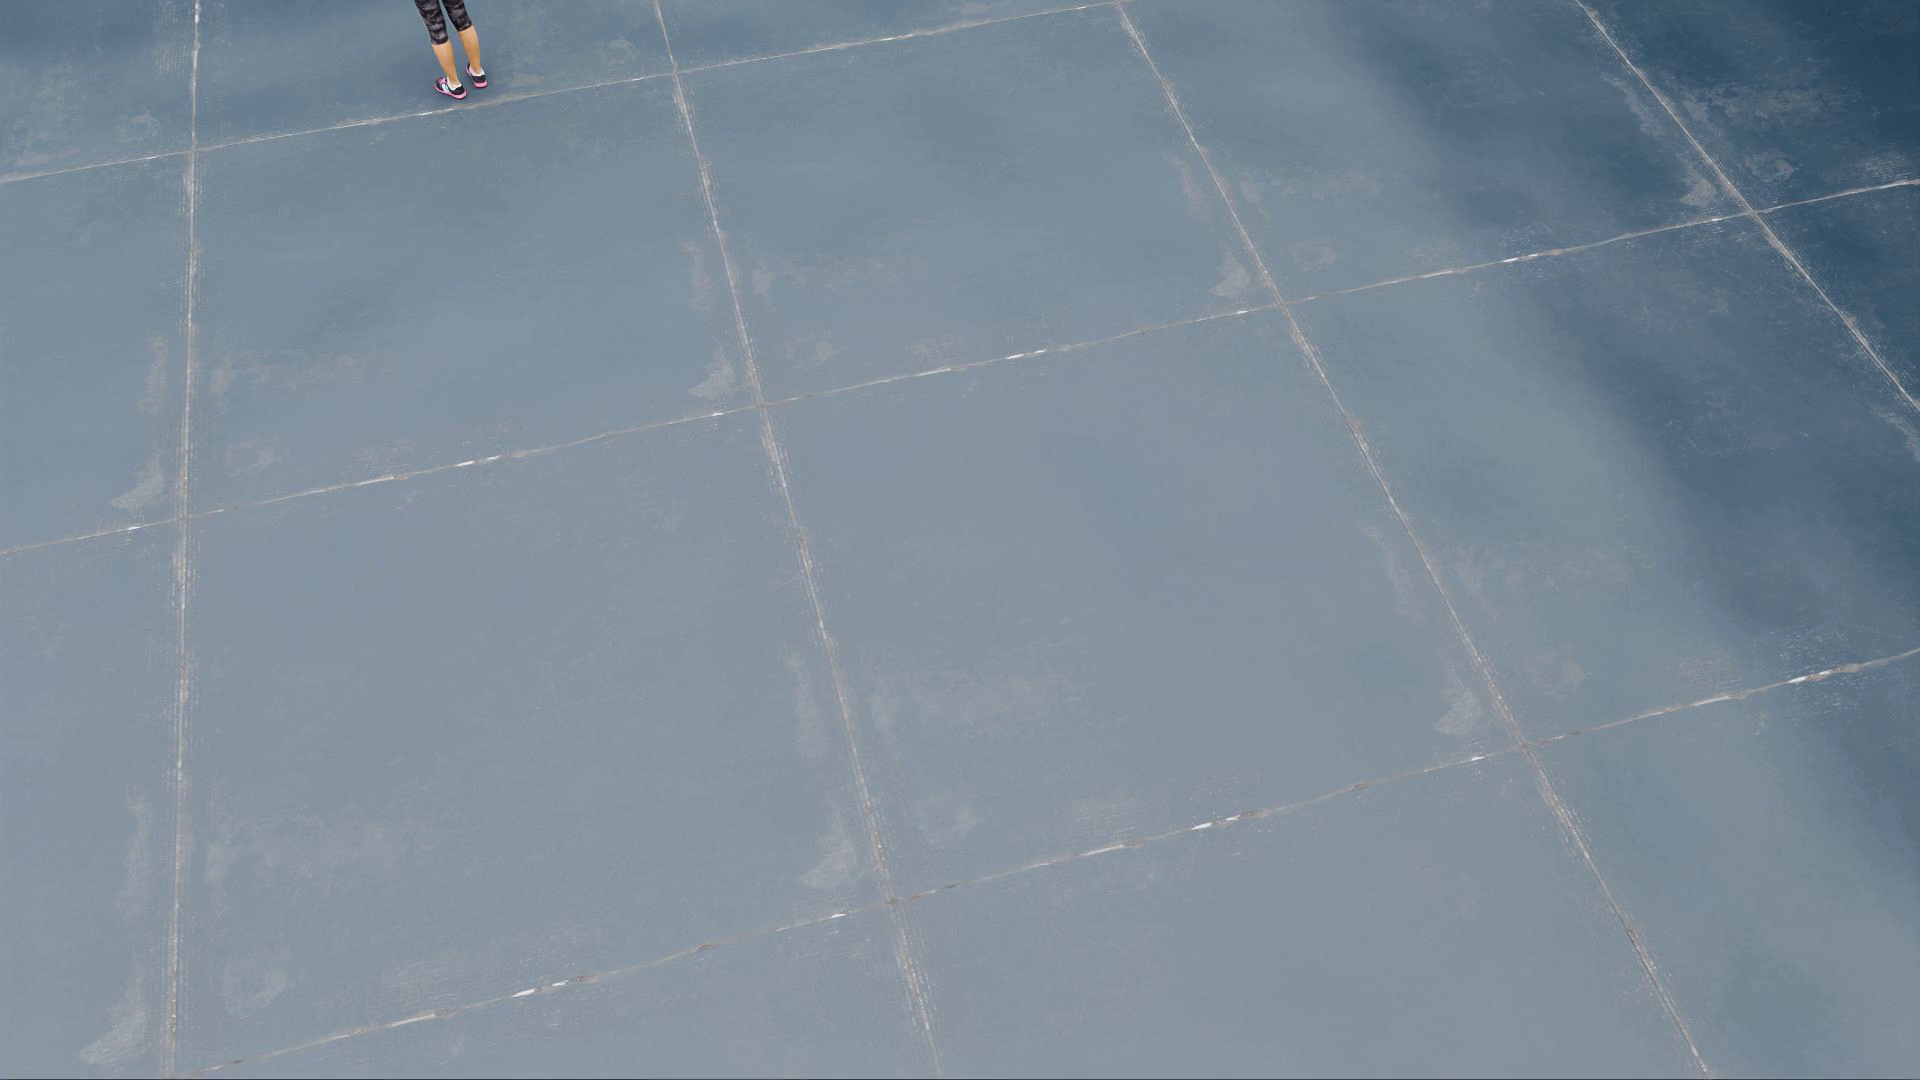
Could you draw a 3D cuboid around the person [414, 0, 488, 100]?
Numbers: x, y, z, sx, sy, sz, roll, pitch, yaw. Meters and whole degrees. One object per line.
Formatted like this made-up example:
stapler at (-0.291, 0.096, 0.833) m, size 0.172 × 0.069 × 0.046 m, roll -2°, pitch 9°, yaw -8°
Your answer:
person at (-3.172, -3.435, 9.965) m, size 0.653 × 1.730 × 0.671 m, roll -35°, pitch 60°, yaw -24°
